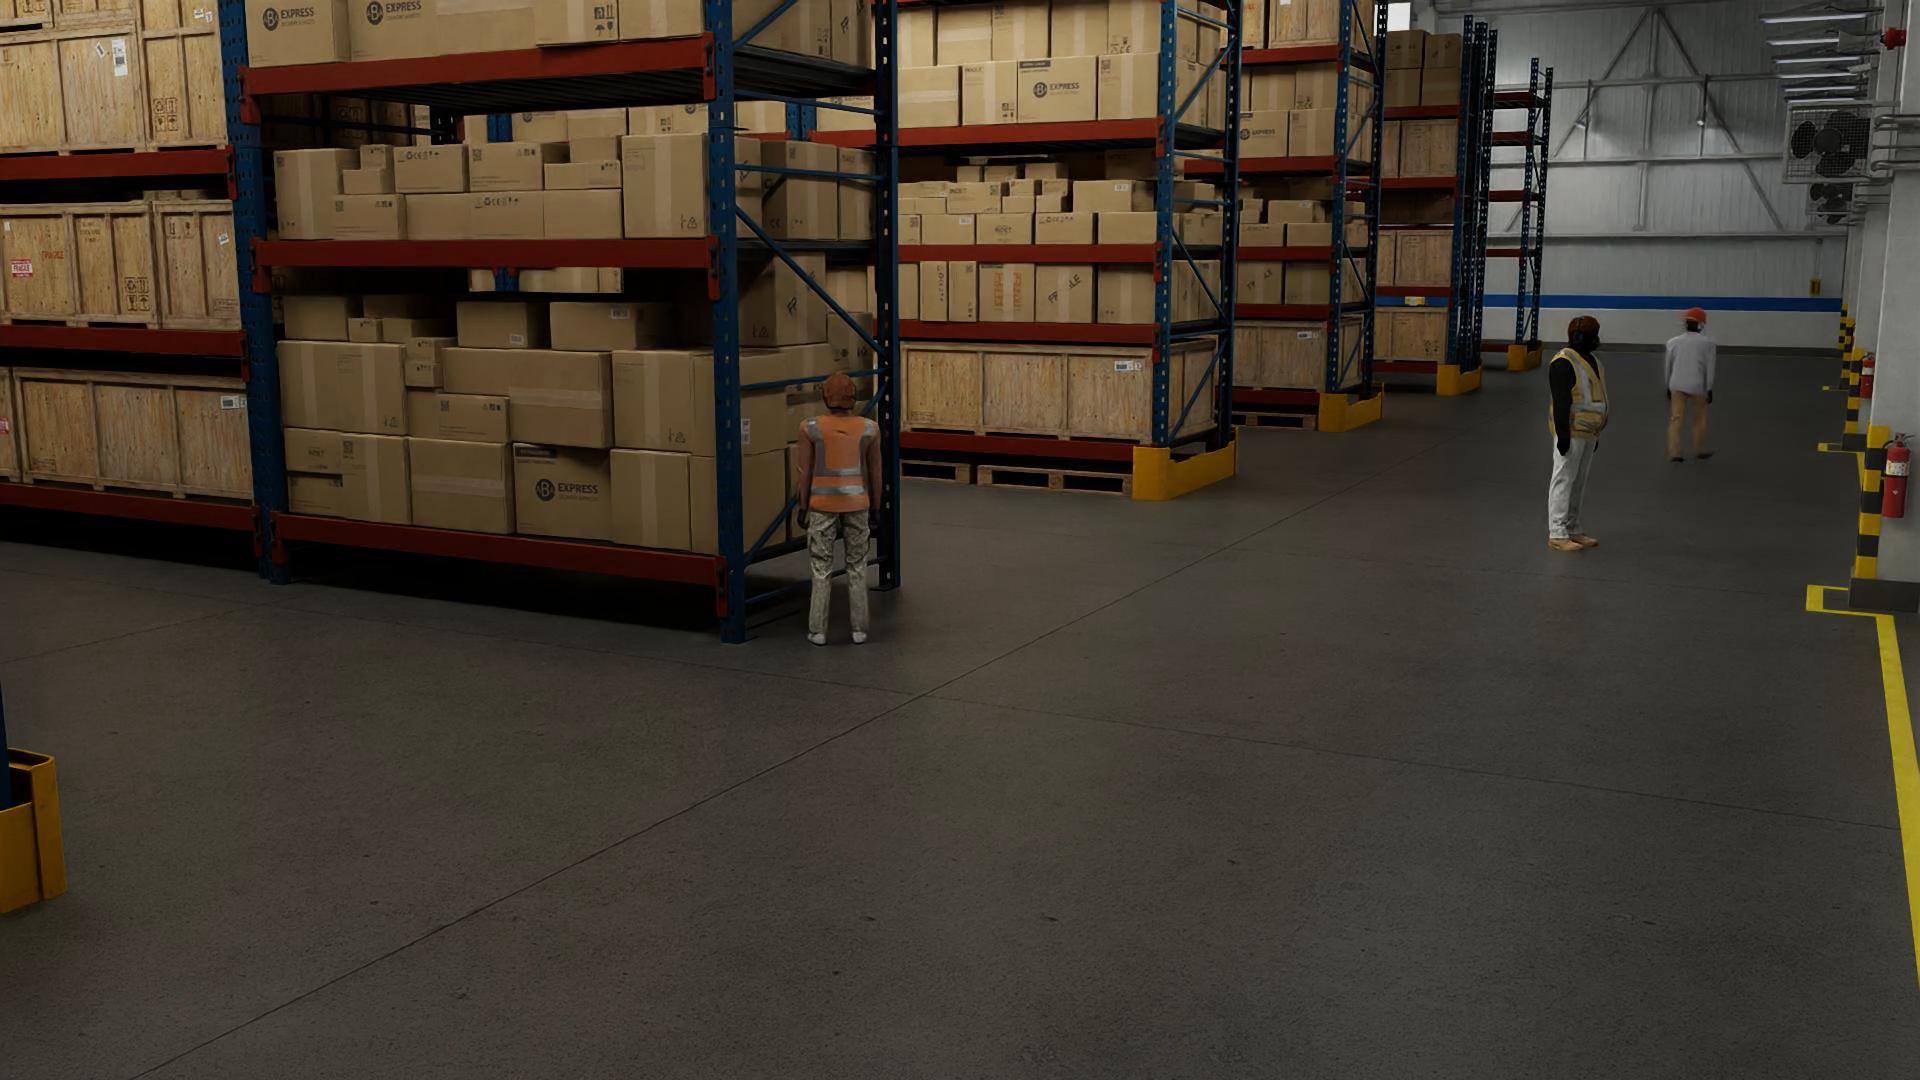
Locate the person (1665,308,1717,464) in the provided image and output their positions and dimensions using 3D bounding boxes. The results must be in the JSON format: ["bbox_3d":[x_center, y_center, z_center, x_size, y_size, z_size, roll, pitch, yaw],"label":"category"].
[{"bbox_3d":[8.162,-1.716,18.513,0.815,1.715,0.595,-10,14,-44],"label":"person"}]

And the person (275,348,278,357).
[{"bbox_3d":[-8.016,-1.986,19.473,0.362,1.934,0.551,-3,10,-17],"label":"person"}]

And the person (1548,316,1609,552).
[{"bbox_3d":[4.866,-0.836,13.095,0.429,1.844,0.627,9,13,42],"label":"person"}]

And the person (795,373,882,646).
[{"bbox_3d":[-0.717,-0.177,9.887,0.521,1.631,0.314,-3,10,-15],"label":"person"}]
